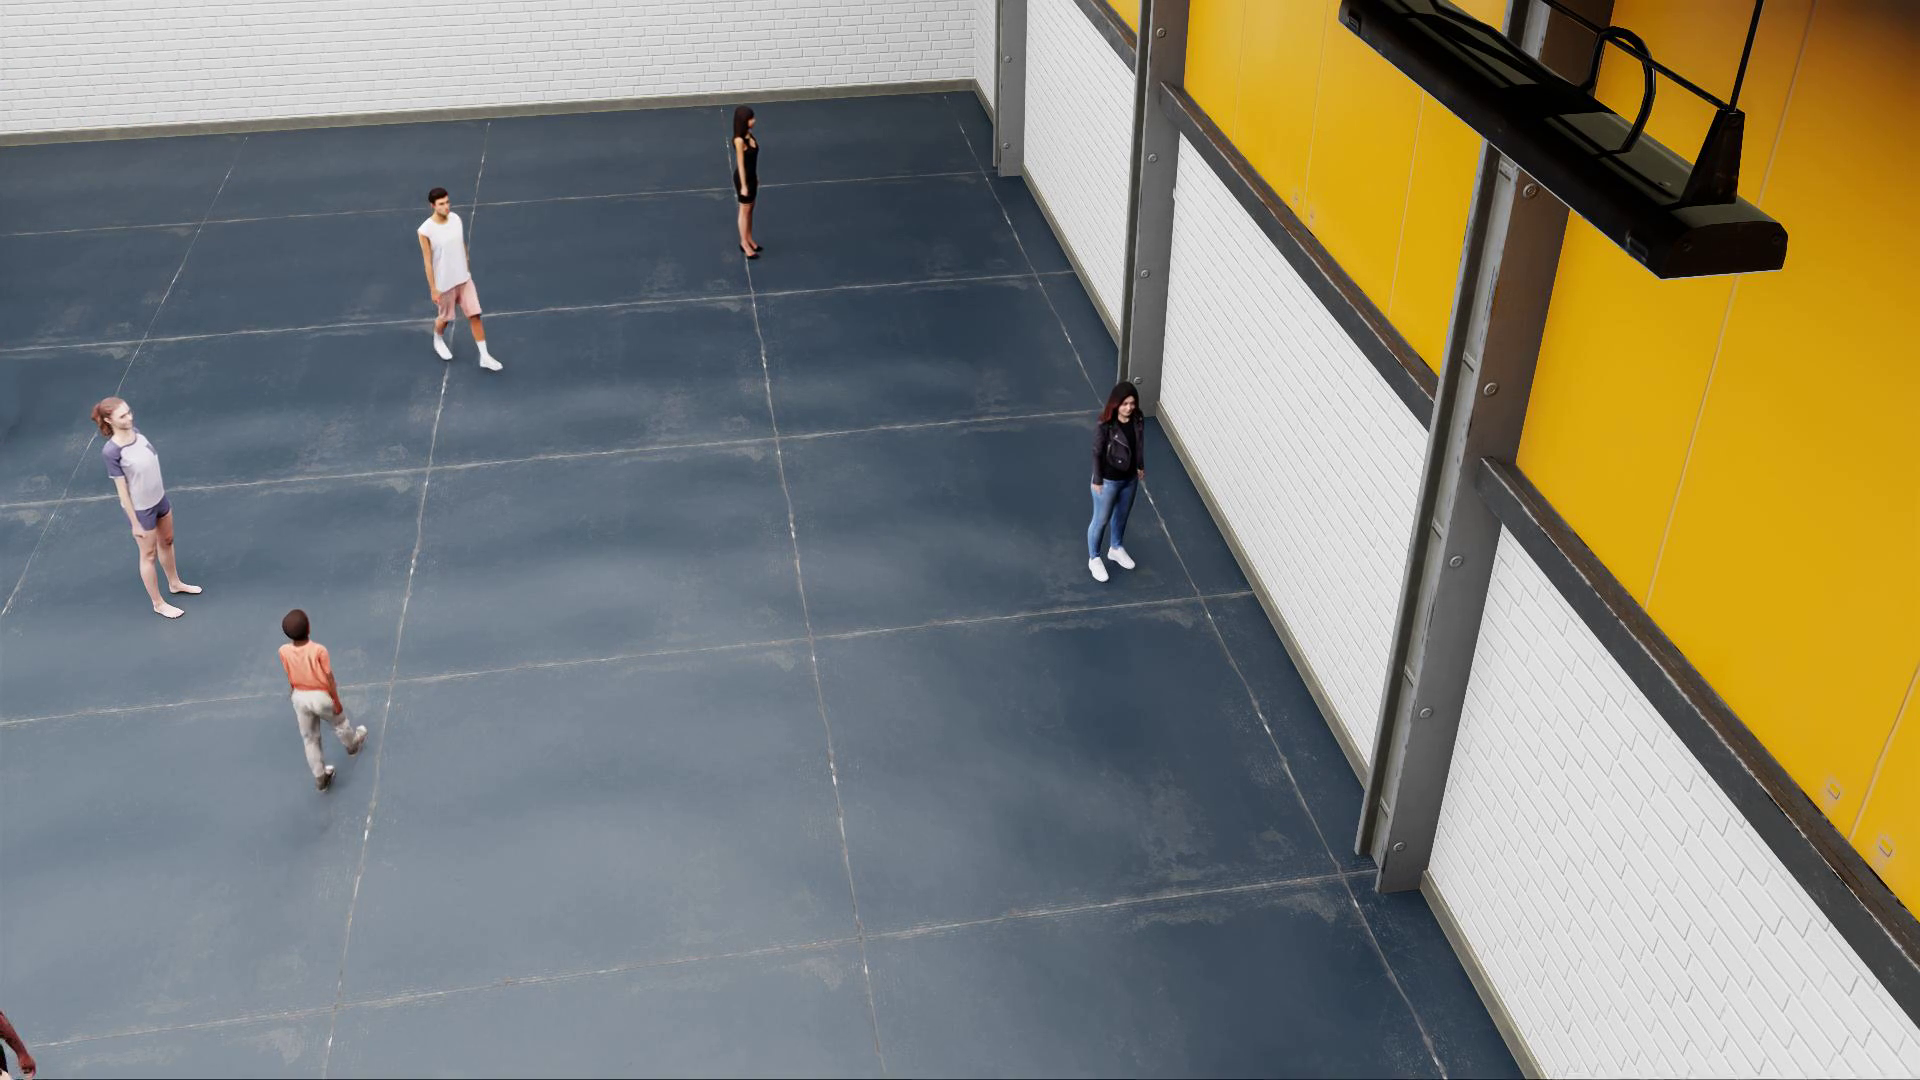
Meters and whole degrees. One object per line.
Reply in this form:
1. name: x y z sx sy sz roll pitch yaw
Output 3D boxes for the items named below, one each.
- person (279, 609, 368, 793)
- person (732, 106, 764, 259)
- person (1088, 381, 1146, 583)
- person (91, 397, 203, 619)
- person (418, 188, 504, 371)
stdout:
1. person: -4.161 1.059 10.677 0.597 1.285 0.838 1 34 1
2. person: -2.285 -3.816 17.683 0.658 1.647 0.528 6 34 9
3. person: 1.187 -0.476 12.667 0.721 1.637 0.712 -22 39 -29
4. person: -5.998 -0.271 12.243 0.701 1.767 0.579 4 34 6
5. person: -4.805 -2.442 15.524 1.193 1.749 1.064 28 42 35
